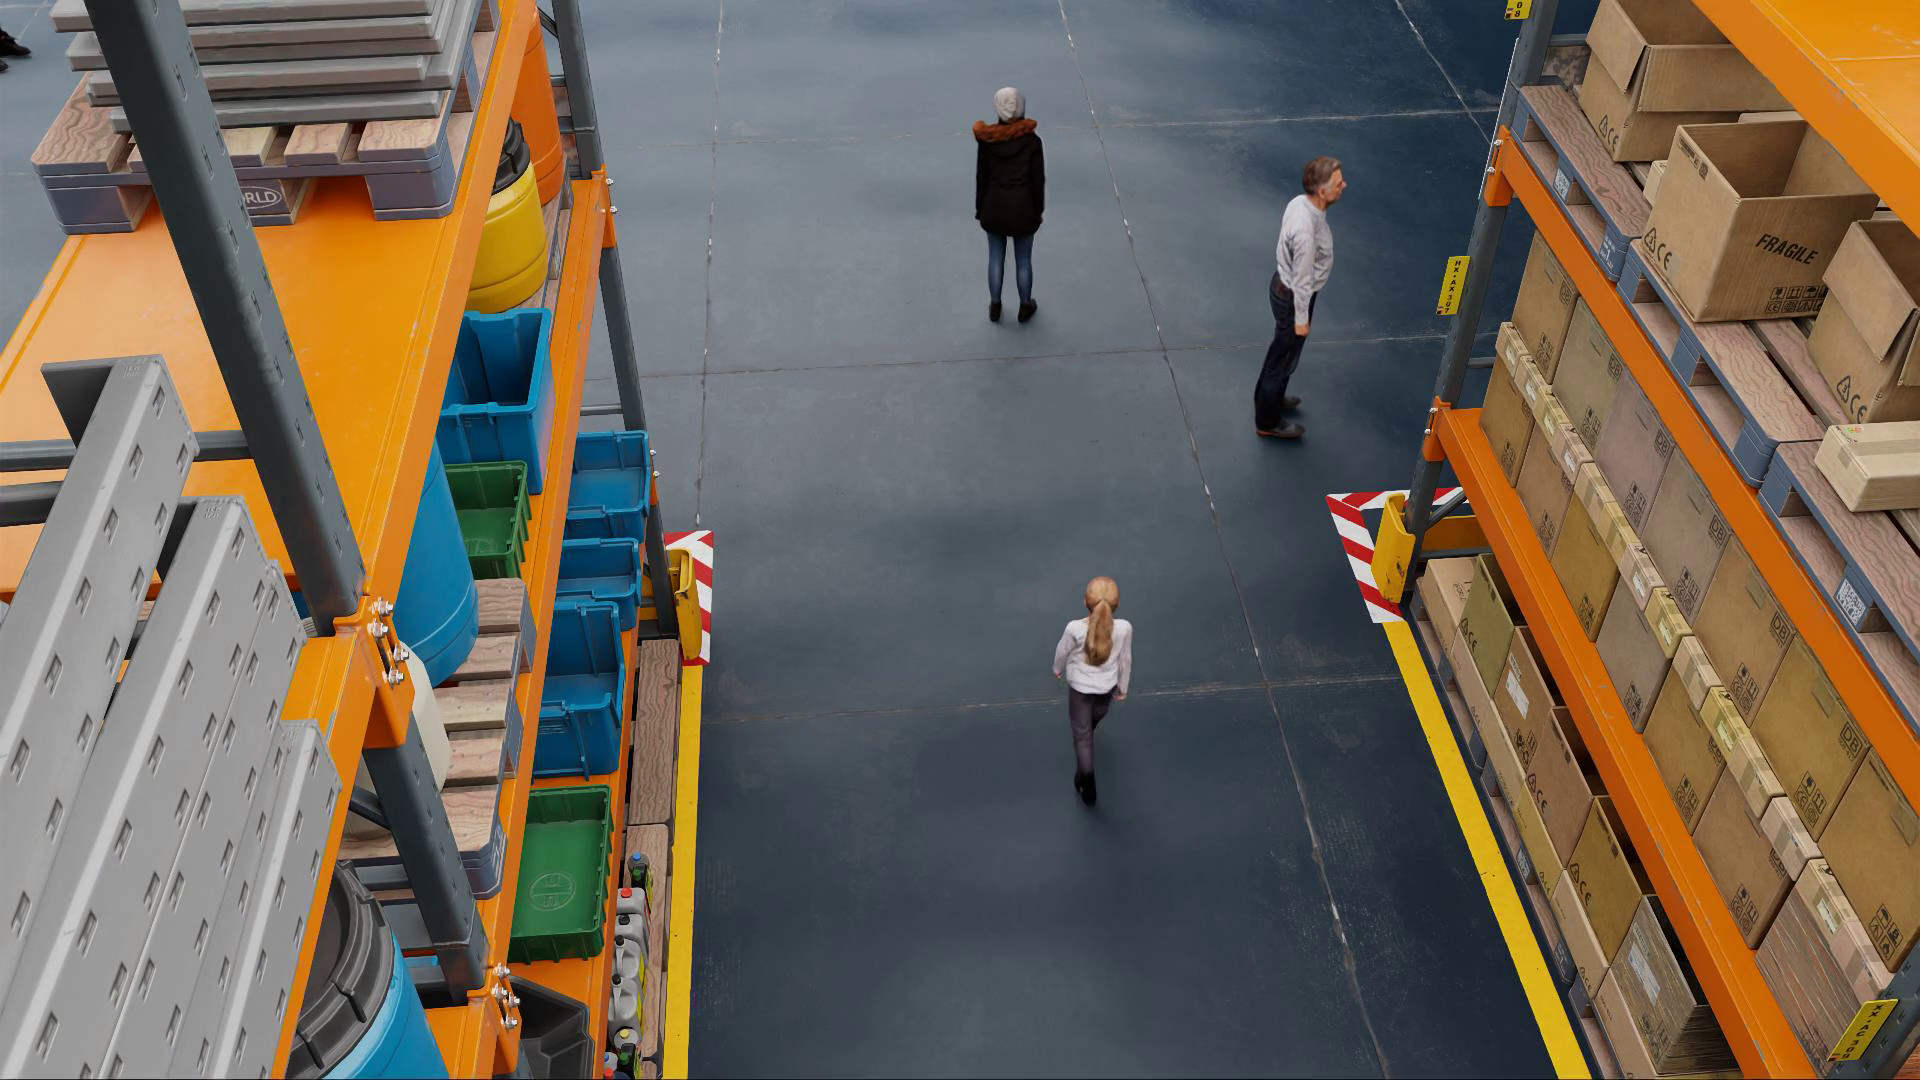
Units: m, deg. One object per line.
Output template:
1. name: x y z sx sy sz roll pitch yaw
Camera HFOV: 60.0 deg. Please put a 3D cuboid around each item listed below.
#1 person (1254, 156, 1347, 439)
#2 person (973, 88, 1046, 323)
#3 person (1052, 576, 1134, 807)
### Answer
1. person: 1.964 -1.435 9.755 0.751 1.815 0.573 6 43 6
2. person: 0.320 -2.128 10.652 0.688 1.636 0.682 7 43 8
3. person: 0.625 0.724 7.801 0.490 1.246 0.868 -4 42 -4
